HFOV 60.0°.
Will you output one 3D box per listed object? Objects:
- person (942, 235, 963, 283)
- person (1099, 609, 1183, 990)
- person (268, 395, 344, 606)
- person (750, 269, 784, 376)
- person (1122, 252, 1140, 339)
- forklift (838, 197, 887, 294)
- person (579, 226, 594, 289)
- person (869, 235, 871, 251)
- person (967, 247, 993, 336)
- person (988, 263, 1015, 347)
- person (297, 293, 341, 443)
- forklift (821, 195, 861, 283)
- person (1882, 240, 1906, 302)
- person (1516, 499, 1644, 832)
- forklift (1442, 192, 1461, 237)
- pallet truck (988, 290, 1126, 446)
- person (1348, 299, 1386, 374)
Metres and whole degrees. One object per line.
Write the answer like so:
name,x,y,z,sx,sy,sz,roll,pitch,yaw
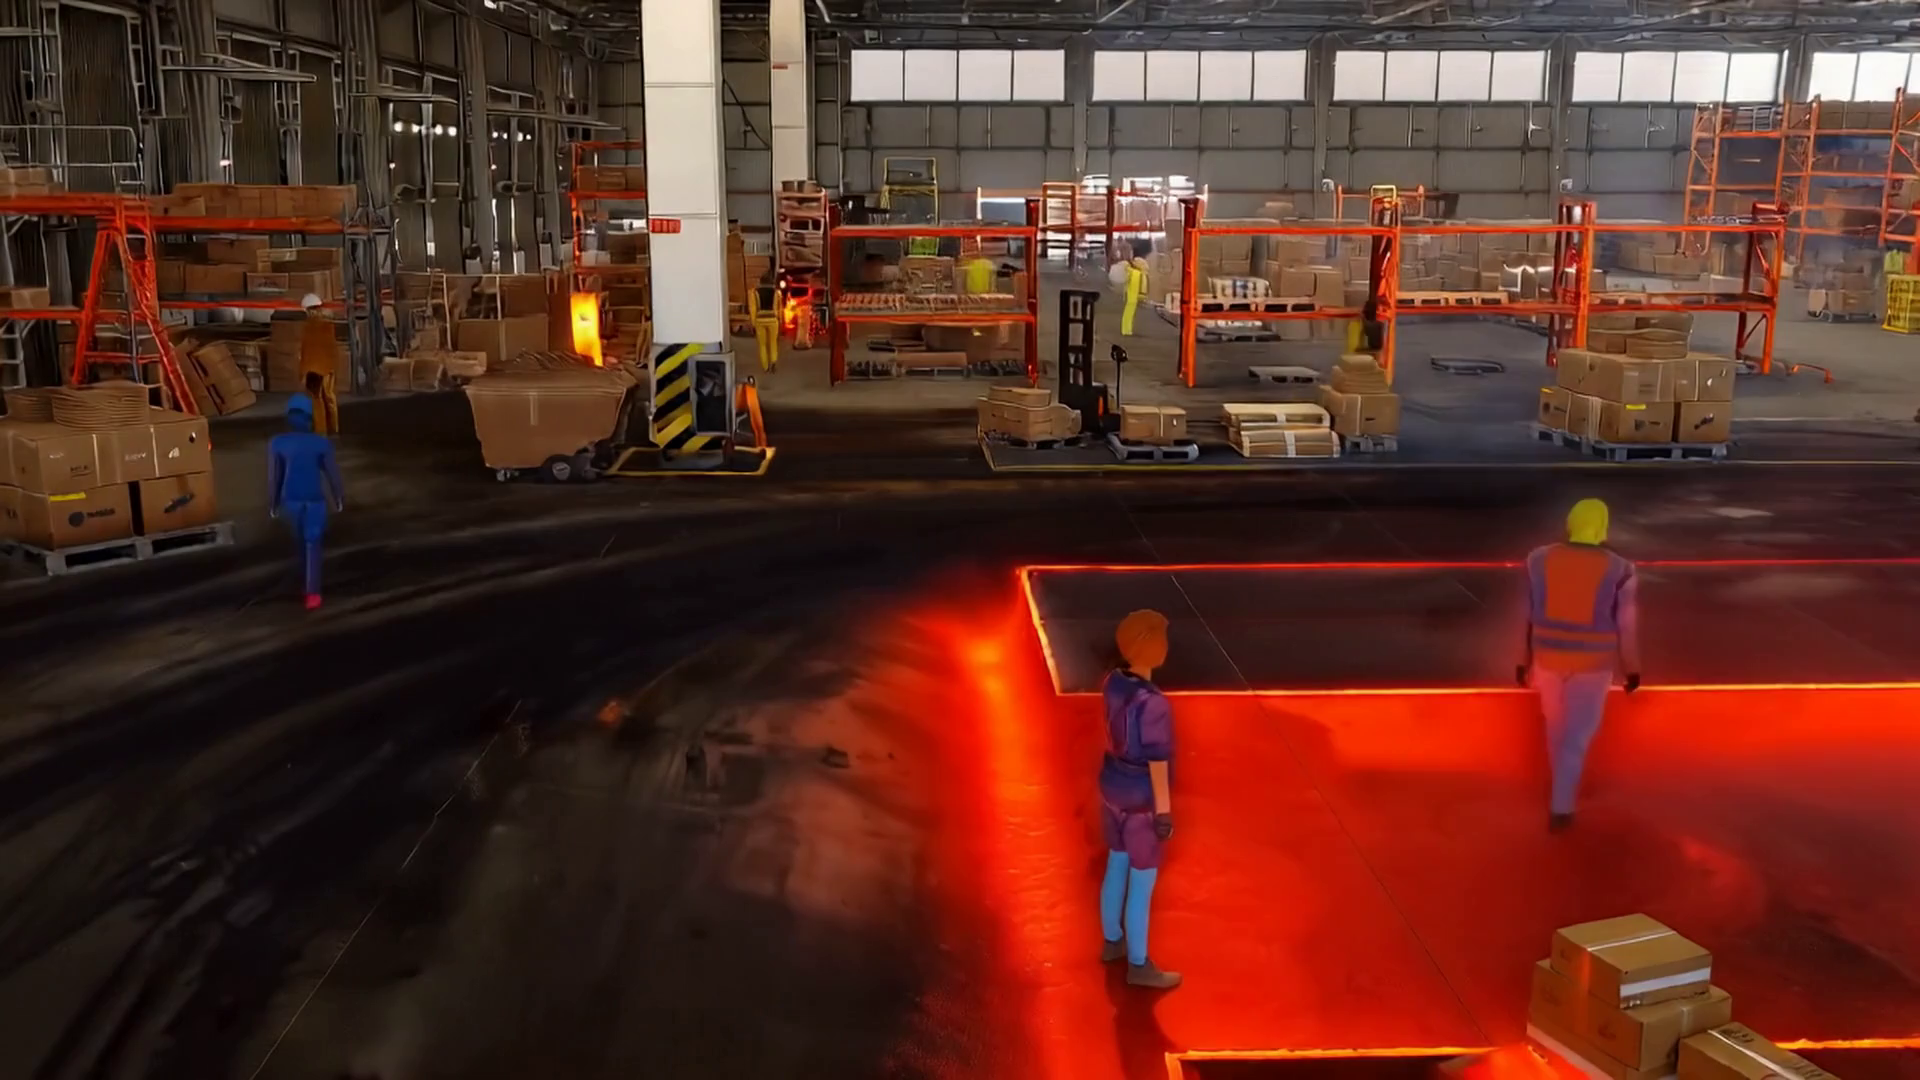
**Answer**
person,-0.238,-8.885,52.131,0.640,1.877,1.041,4,13,19
person,0.786,1.130,7.314,0.318,1.697,0.534,-5,13,-20
person,-5.468,-0.360,13.962,0.552,1.718,0.887,-2,13,-11
person,-3.419,-3.841,29.385,0.580,1.868,0.573,-3,13,-12
person,3.698,-5.268,35.861,0.346,1.847,0.506,10,16,39
forklift,-3.165,-8.717,49.077,1.873,2.768,1.129,-11,17,-40
person,-11.418,-8.617,50.795,0.540,1.919,0.647,4,13,20
person,-3.110,-9.222,54.247,0.326,1.612,0.625,-5,13,-20
person,0.463,-5.432,36.423,0.632,1.923,0.561,6,14,24
person,0.854,-4.843,34.265,0.545,1.703,0.587,2,13,8
person,-8.420,-2.223,21.772,0.390,1.995,0.613,5,13,21
forklift,-3.467,-9.533,52.763,1.873,2.768,1.129,-7,14,-29
person,25.724,-7.396,45.800,0.541,1.700,0.316,5,13,20
person,3.450,0.657,9.233,0.639,1.794,0.883,9,16,36
forklift,17.645,-11.130,59.971,1.873,2.768,1.129,0,12,-2
pallet truck,1.257,-2.299,22.111,1.885,1.965,0.823,-9,15,-35
person,5.718,-2.431,23.154,0.643,1.803,0.926,-5,14,-22
